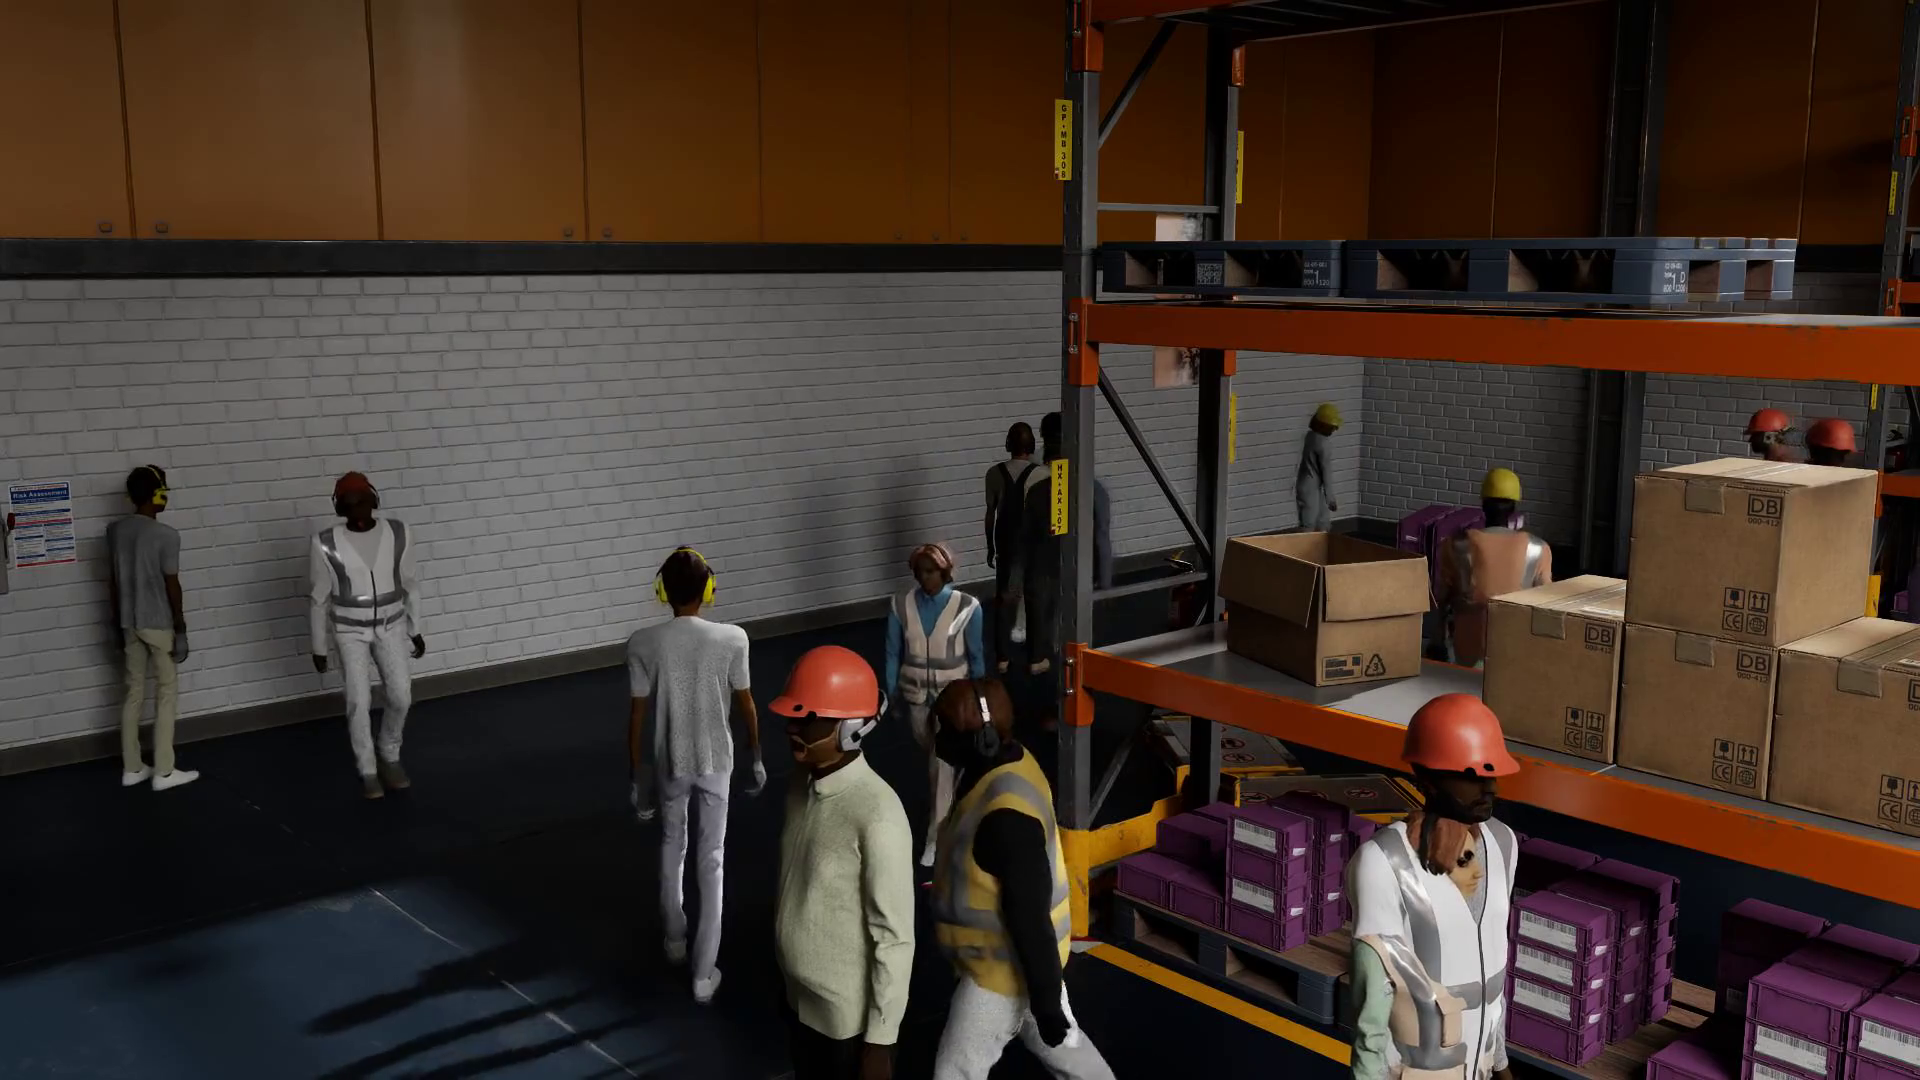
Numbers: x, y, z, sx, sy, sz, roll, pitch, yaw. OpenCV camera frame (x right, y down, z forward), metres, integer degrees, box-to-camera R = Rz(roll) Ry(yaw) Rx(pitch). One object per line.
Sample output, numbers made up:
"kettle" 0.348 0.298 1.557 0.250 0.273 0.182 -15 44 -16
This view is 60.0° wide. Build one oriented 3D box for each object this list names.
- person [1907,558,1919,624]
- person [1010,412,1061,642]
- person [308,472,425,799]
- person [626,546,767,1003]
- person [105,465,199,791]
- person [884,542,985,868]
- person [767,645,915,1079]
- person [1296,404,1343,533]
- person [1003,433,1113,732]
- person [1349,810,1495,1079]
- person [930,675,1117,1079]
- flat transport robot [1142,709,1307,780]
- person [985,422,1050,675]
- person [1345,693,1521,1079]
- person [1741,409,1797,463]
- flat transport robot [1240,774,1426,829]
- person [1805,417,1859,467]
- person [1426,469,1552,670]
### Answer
"person" 4.706 0.723 7.946 0.631 1.940 0.372 -9 13 -43
"person" 0.670 -0.074 12.911 0.539 1.843 0.374 4 10 22
"person" -3.307 0.535 9.266 0.608 1.863 0.431 -7 12 -34
"person" -1.087 0.942 6.961 0.541 1.842 0.761 0 10 -1
"person" -4.631 0.503 9.507 0.520 1.853 0.366 3 10 16
"person" -0.118 0.784 8.603 0.516 1.598 0.866 3 10 17
"person" -0.343 1.264 4.605 0.375 1.997 0.612 -6 11 -32
"person" 3.326 -0.430 15.427 0.601 1.691 0.560 1 10 4
"person" 0.622 0.277 10.573 0.567 1.923 0.650 -8 12 -38
"person" 1.201 1.488 4.326 0.523 1.643 0.306 -7 12 -34
"person" 0.187 1.275 5.153 0.973 1.798 0.657 0 10 1
"flat transport robot" 1.523 1.255 9.703 0.652 0.197 1.431 -1 10 -5
"person" 0.437 0.062 12.084 0.514 1.844 0.333 3 10 15
"person" 1.240 1.342 4.314 0.545 1.942 0.354 -6 11 -32
"person" 5.866 0.047 11.903 0.683 1.954 0.629 2 10 12
"flat transport robot" 1.885 1.425 8.712 1.431 0.197 0.652 -1 10 -5
"person" 5.549 0.164 11.028 0.650 2.011 0.791 -2 10 -13
"person" 2.874 0.553 9.104 0.600 1.880 0.927 1 10 6
